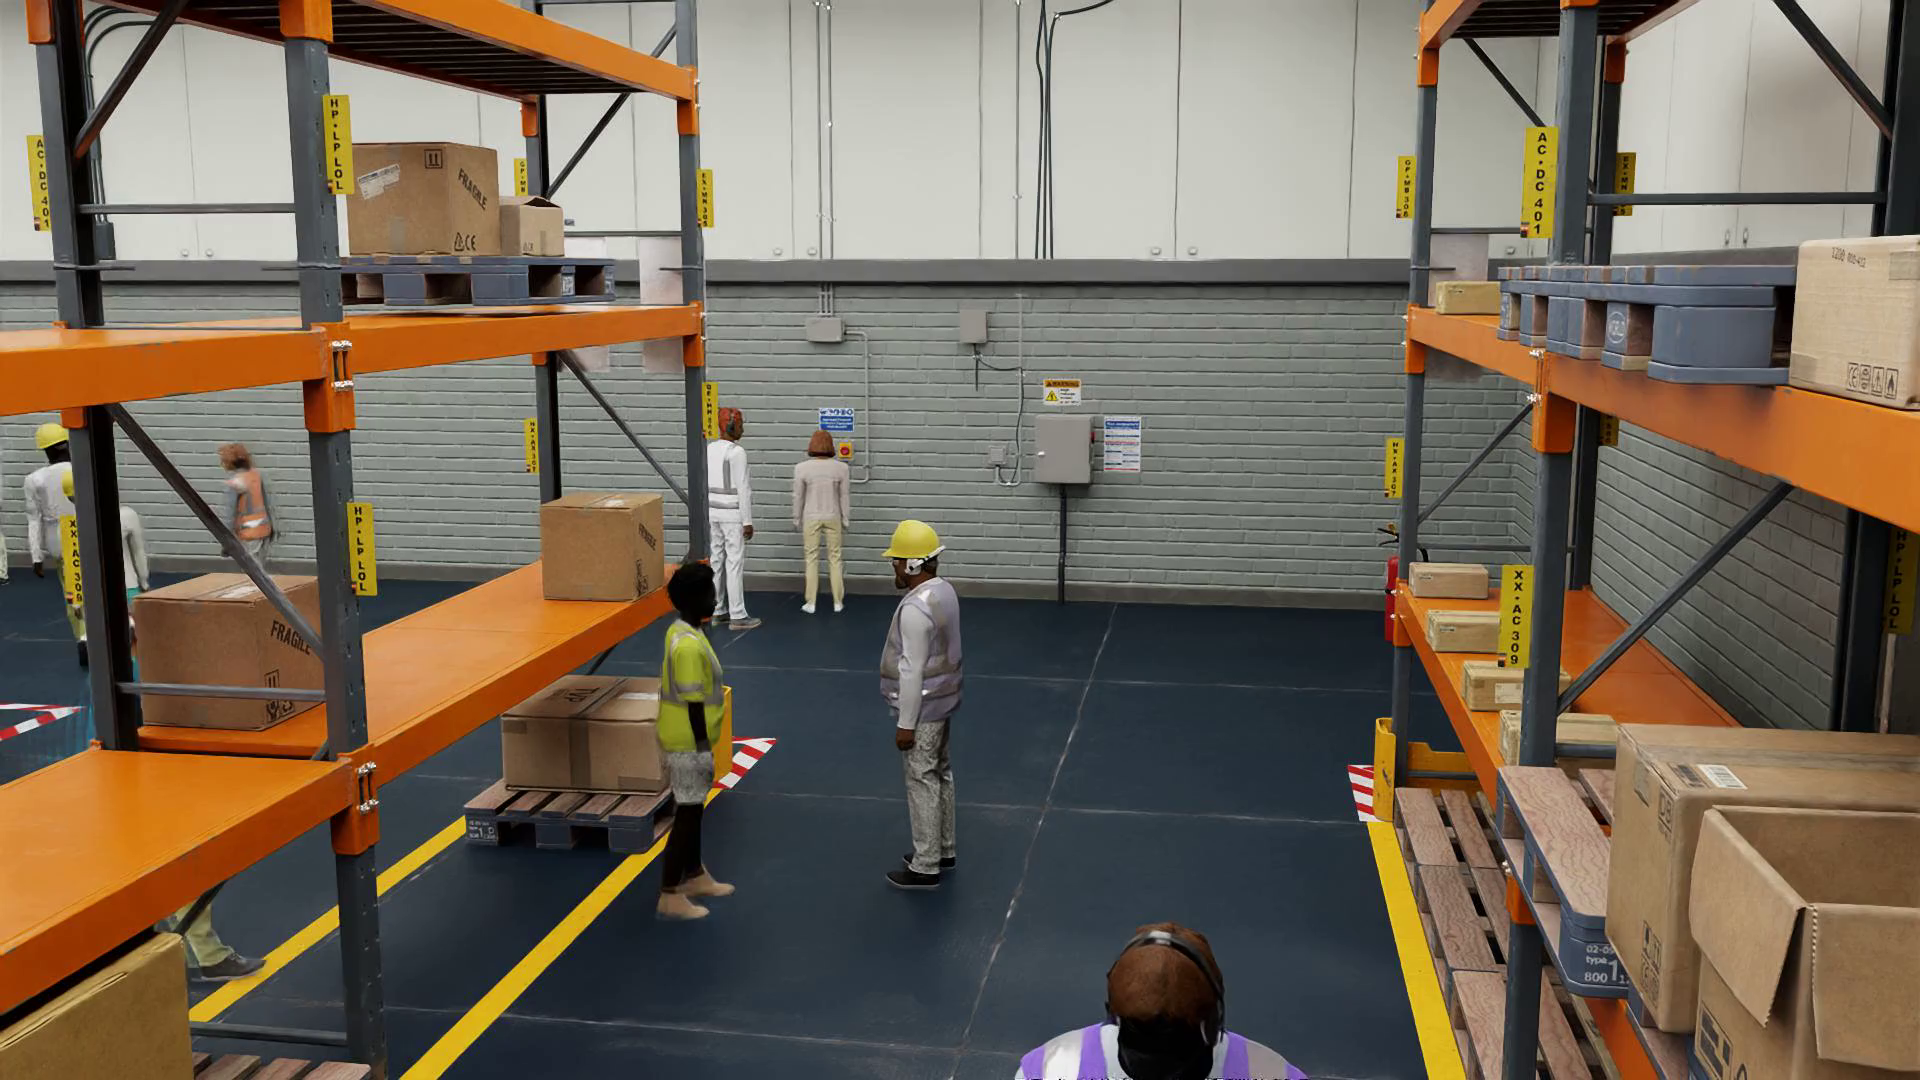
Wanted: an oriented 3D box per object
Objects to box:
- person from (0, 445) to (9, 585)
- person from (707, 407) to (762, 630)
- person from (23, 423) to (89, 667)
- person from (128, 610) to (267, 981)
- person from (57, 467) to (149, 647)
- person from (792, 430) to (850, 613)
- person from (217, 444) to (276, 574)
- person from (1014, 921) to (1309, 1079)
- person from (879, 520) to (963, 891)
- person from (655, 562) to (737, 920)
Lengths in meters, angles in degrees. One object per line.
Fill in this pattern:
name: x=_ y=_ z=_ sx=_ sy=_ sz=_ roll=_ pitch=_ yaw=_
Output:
person: x=-9.439 y=-0.413 z=15.974 sx=0.575 sy=1.739 sz=0.348 roll=3 pitch=10 yaw=21
person: x=-1.958 y=-0.185 z=14.114 sx=0.355 sy=1.886 sz=0.572 roll=-9 pitch=13 yaw=-43
person: x=-6.818 y=0.035 z=12.790 sx=0.603 sy=1.884 sz=0.847 roll=-4 pitch=10 yaw=-24
person: x=-3.359 y=1.059 z=7.023 sx=0.850 sy=1.685 sz=0.610 roll=-3 pitch=10 yaw=-17
person: x=-5.772 y=0.356 z=11.277 sx=0.551 sy=1.717 sz=0.716 roll=-6 pitch=11 yaw=-34
person: x=-1.233 y=-0.165 z=14.784 sx=0.518 sy=1.630 sz=0.277 roll=-2 pitch=9 yaw=-11
person: x=-5.988 y=-0.025 z=13.992 sx=0.429 sy=1.597 sz=0.572 roll=0 pitch=9 yaw=1
person: x=0.378 y=1.610 z=3.203 sx=0.625 sy=1.835 sz=0.430 roll=1 pitch=9 yaw=6
person: x=-0.193 y=0.807 z=8.205 sx=0.404 sy=1.824 sz=0.586 roll=2 pitch=9 yaw=12
person: x=-1.275 y=0.943 z=7.848 sx=0.466 sy=1.693 sz=0.583 roll=-2 pitch=9 yaw=-14
